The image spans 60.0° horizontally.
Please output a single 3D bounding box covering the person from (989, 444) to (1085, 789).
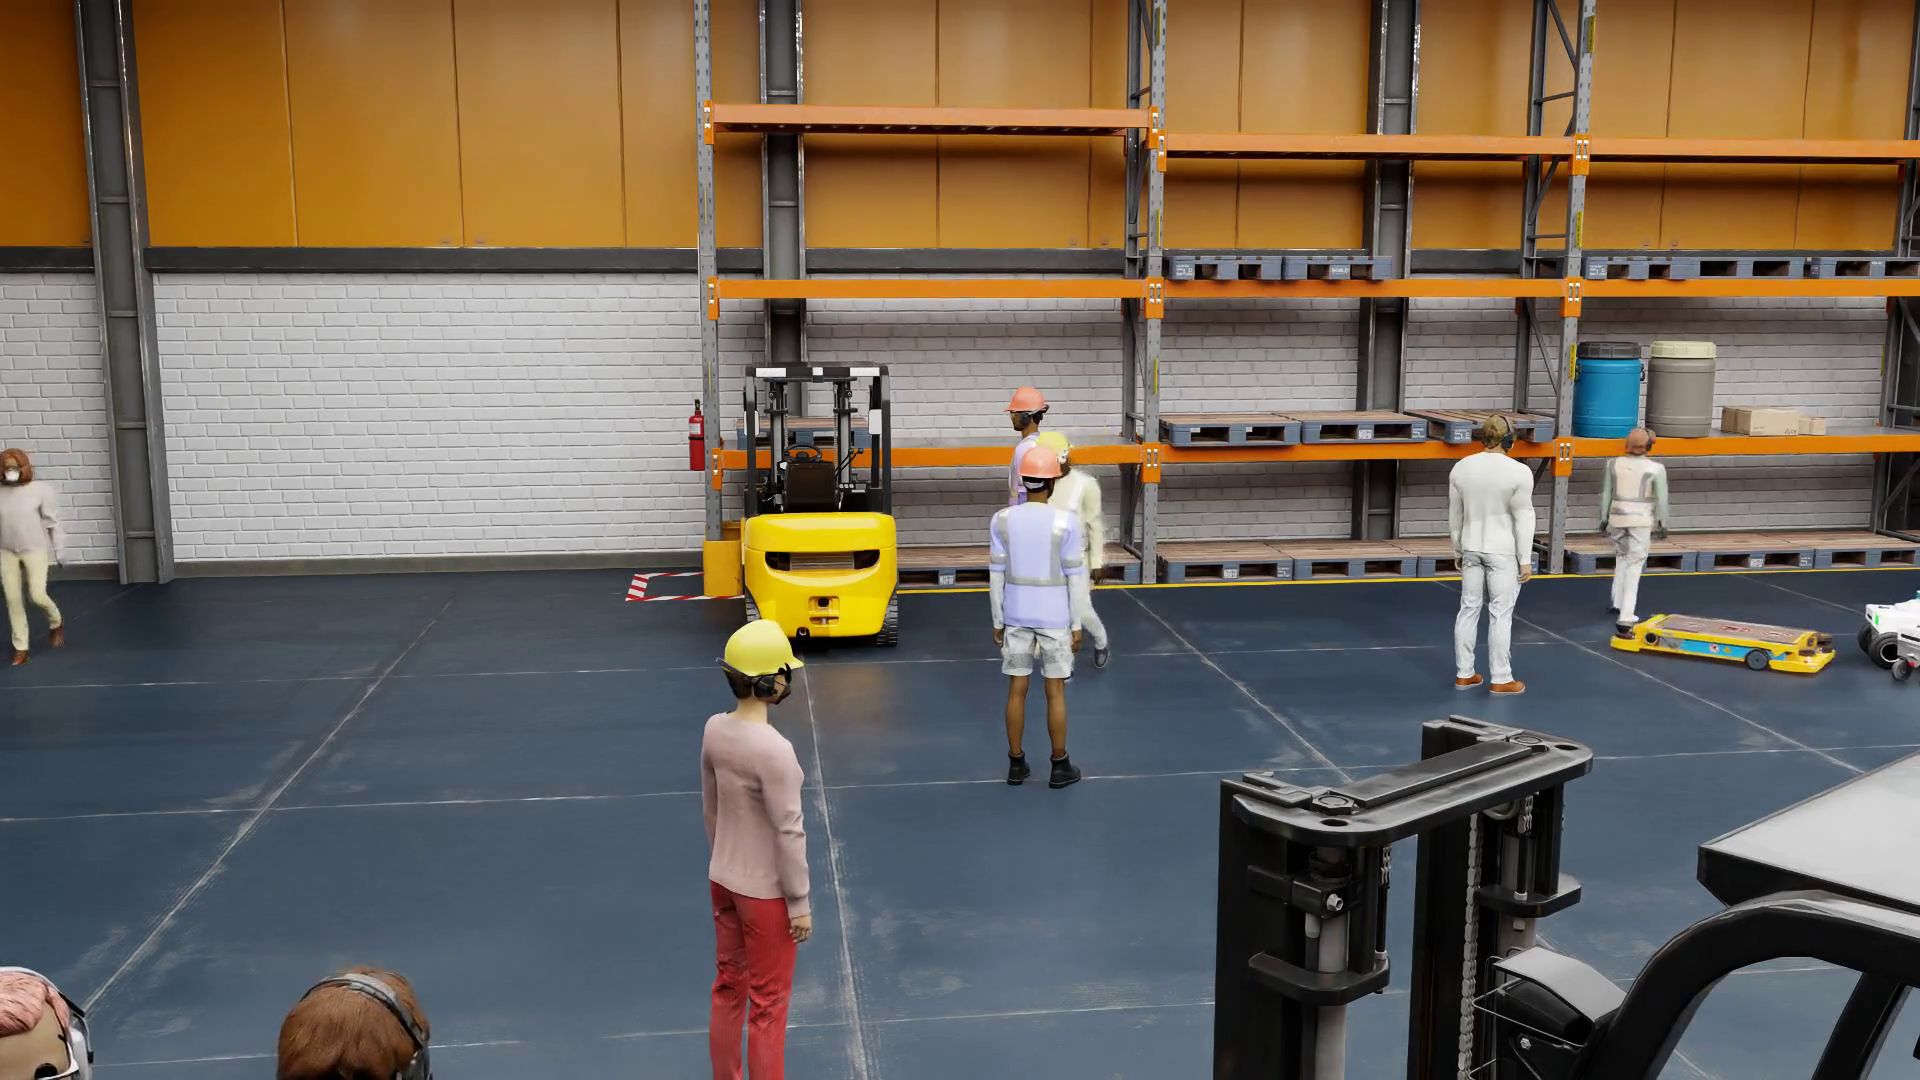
[{"bbox_3d":[0.438,0.430,9.355,0.545,1.939,0.373,3,10,20],"label":"person"}]

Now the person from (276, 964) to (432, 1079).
[{"bbox_3d":[-0.916,1.554,2.647,0.634,1.839,0.429,0,9,0],"label":"person"}]

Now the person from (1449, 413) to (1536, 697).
[{"bbox_3d":[3.642,0.102,11.406,0.372,1.940,0.629,-8,12,-40],"label":"person"}]

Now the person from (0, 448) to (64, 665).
[{"bbox_3d":[-6.956,0.106,12.380,0.523,1.618,0.421,-1,9,-9],"label":"person"}]

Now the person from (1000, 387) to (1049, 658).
[{"bbox_3d":[0.504,-0.130,12.526,0.374,2.044,0.607,3,10,17],"label":"person"}]

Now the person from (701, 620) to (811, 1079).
[{"bbox_3d":[-0.656,1.135,5.490,0.315,1.770,0.524,-7,12,-38],"label":"person"}]

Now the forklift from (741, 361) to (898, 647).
[{"bbox_3d":[-1.154,-0.340,13.365,1.214,2.155,2.313,-1,9,-7],"label":"forklift"}]

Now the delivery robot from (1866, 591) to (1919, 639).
[{"bbox_3d":[7.069,0.615,12.212,0.707,0.478,0.477,3,10,18],"label":"delivery robot"}]

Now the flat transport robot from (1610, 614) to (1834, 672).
[{"bbox_3d":[5.731,0.755,12.516,1.431,0.197,0.652,7,11,37],"label":"flat transport robot"}]

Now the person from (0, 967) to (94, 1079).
[{"bbox_3d":[-1.361,1.546,2.487,0.405,1.906,0.652,6,11,34],"label":"person"}]

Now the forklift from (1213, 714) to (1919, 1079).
[{"bbox_3d":[1.441,1.425,2.350,1.214,2.155,2.313,-7,12,-39],"label":"forklift"}]

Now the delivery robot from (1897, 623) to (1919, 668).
[{"bbox_3d":[6.973,0.702,11.672,0.707,0.478,0.477,-2,9,-11],"label":"delivery robot"}]

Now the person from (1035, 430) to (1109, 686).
[{"bbox_3d":[0.766,0.114,11.776,0.609,1.797,0.636,7,11,36],"label":"person"}]

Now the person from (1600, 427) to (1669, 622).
[{"bbox_3d":[5.604,-0.124,13.796,0.507,1.621,0.543,-8,12,-42],"label":"person"}]
